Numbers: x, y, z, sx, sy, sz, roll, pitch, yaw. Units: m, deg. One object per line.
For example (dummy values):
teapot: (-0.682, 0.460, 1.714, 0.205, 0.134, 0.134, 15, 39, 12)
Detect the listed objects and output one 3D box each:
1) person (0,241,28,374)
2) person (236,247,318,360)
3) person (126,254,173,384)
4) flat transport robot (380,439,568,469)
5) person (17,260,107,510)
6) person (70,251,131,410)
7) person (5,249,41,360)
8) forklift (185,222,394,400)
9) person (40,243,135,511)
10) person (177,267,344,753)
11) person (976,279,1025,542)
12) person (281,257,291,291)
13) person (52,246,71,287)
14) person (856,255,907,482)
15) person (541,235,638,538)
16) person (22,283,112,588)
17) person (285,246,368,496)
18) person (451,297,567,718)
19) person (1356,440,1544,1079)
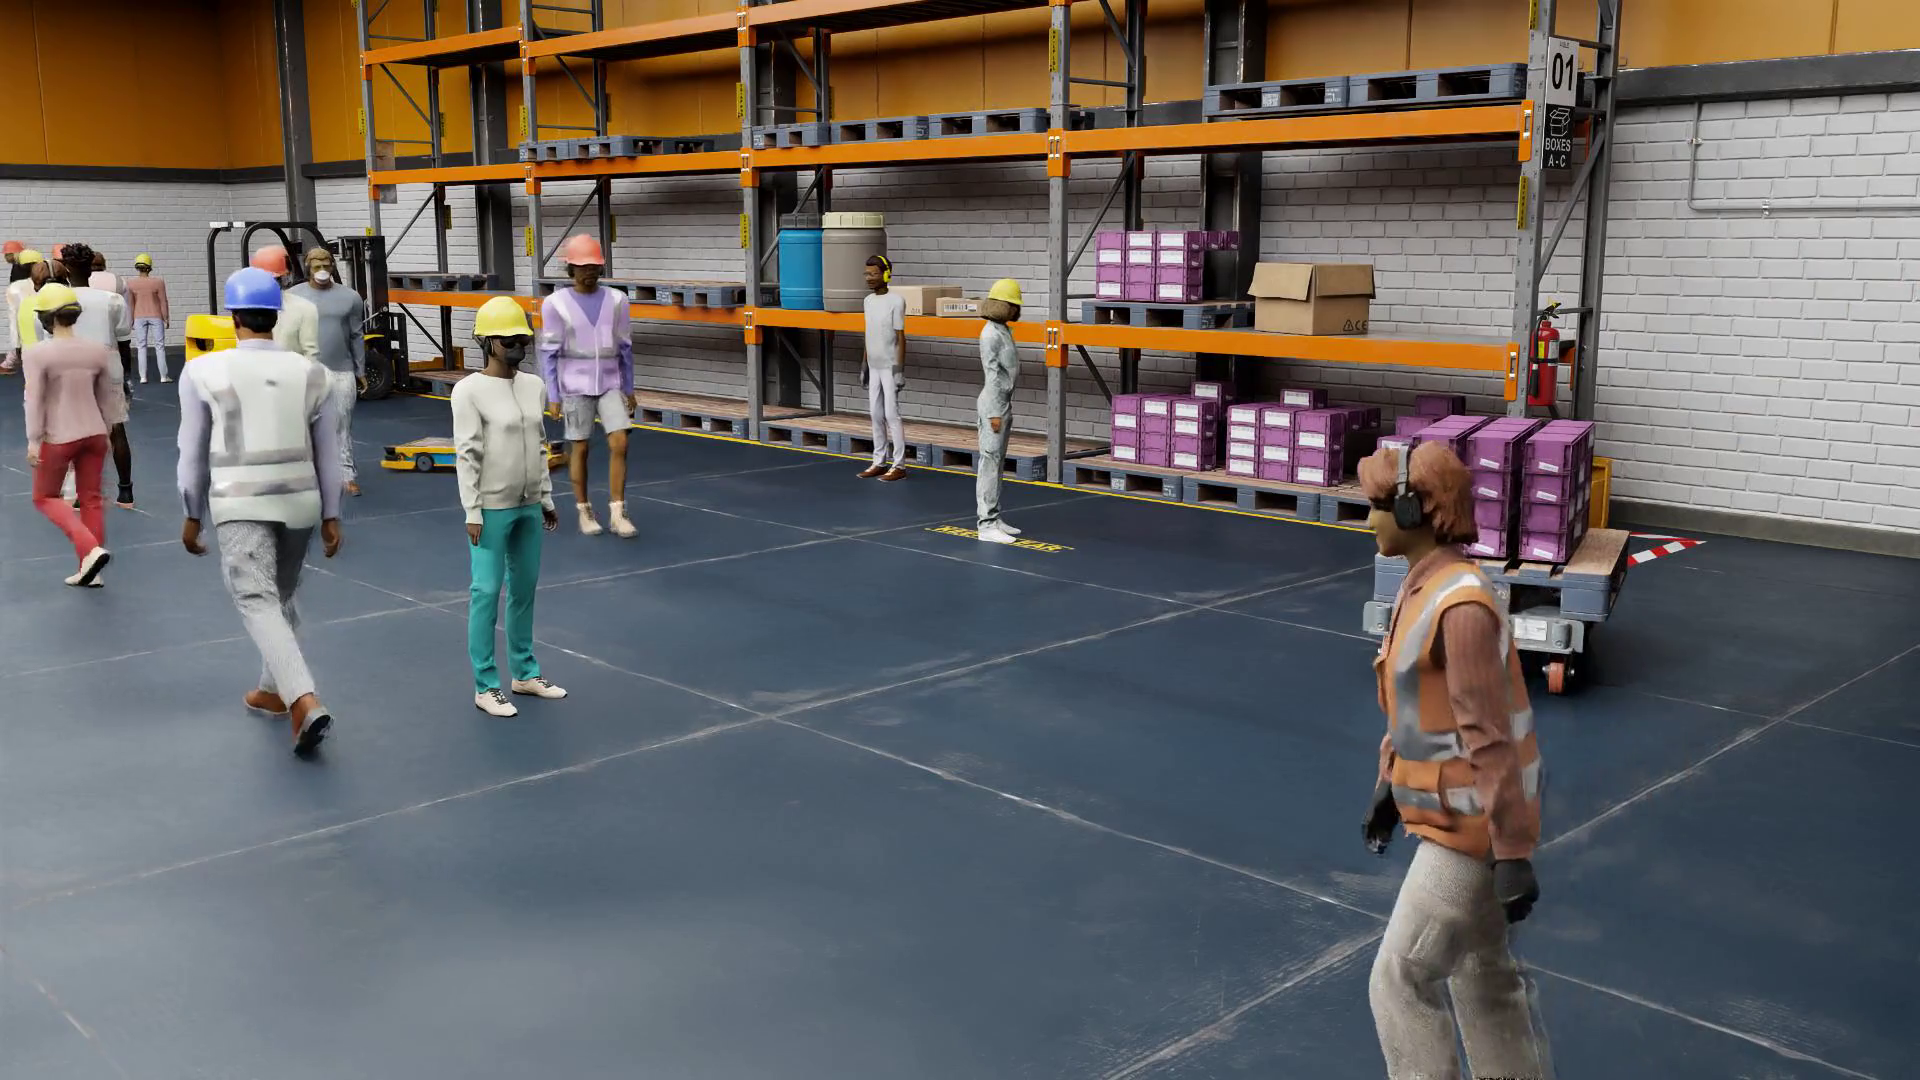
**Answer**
person: (-13.772, -3.415, 24.477, 1.050, 1.943, 0.642, -8, 13, -38)
person: (-4.739, -1.047, 11.546, 0.602, 1.925, 0.985, -1, 10, -4)
person: (-11.095, -3.017, 22.747, 0.523, 1.769, 0.310, -3, 11, -15)
flat transport robot: (-4.218, -0.751, 14.466, 1.431, 0.197, 0.652, 1, 10, 7)
person: (-6.644, -1.136, 12.281, 0.631, 1.843, 0.429, 8, 13, 37)
person: (-9.883, -2.397, 19.162, 0.634, 1.839, 0.429, -10, 14, -42)
person: (-9.735, -2.138, 17.627, 0.617, 1.885, 0.853, -5, 11, -25)
forklift: (-8.169, -2.758, 20.163, 2.313, 2.155, 1.214, -10, 14, -44)
person: (-6.378, -1.183, 12.196, 0.600, 1.967, 0.367, -10, 14, -43)
person: (-2.744, -0.131, 6.645, 0.965, 1.910, 0.592, 10, 14, 43)
person: (0.277, -0.860, 11.068, 0.311, 1.735, 0.483, 2, 11, 10)
person: (-5.563, -1.415, 13.741, 0.998, 1.869, 0.612, -2, 10, -8)
person: (-12.122, -3.037, 22.561, 0.558, 1.886, 1.019, -6, 12, -30)
person: (-0.642, -1.415, 13.768, 0.320, 1.861, 0.515, -9, 14, -40)
person: (-2.417, -0.996, 11.024, 0.655, 2.014, 0.770, -6, 12, -29)
person: (-5.045, -0.577, 9.450, 0.407, 1.752, 0.549, 5, 12, 25)
person: (-4.891, -1.283, 12.823, 0.635, 1.936, 0.355, -7, 12, -33)
person: (-1.917, -0.145, 7.087, 0.314, 1.768, 0.527, 5, 12, 26)
person: (1.034, 0.601, 3.435, 0.509, 1.599, 0.538, 2, 11, 10)
